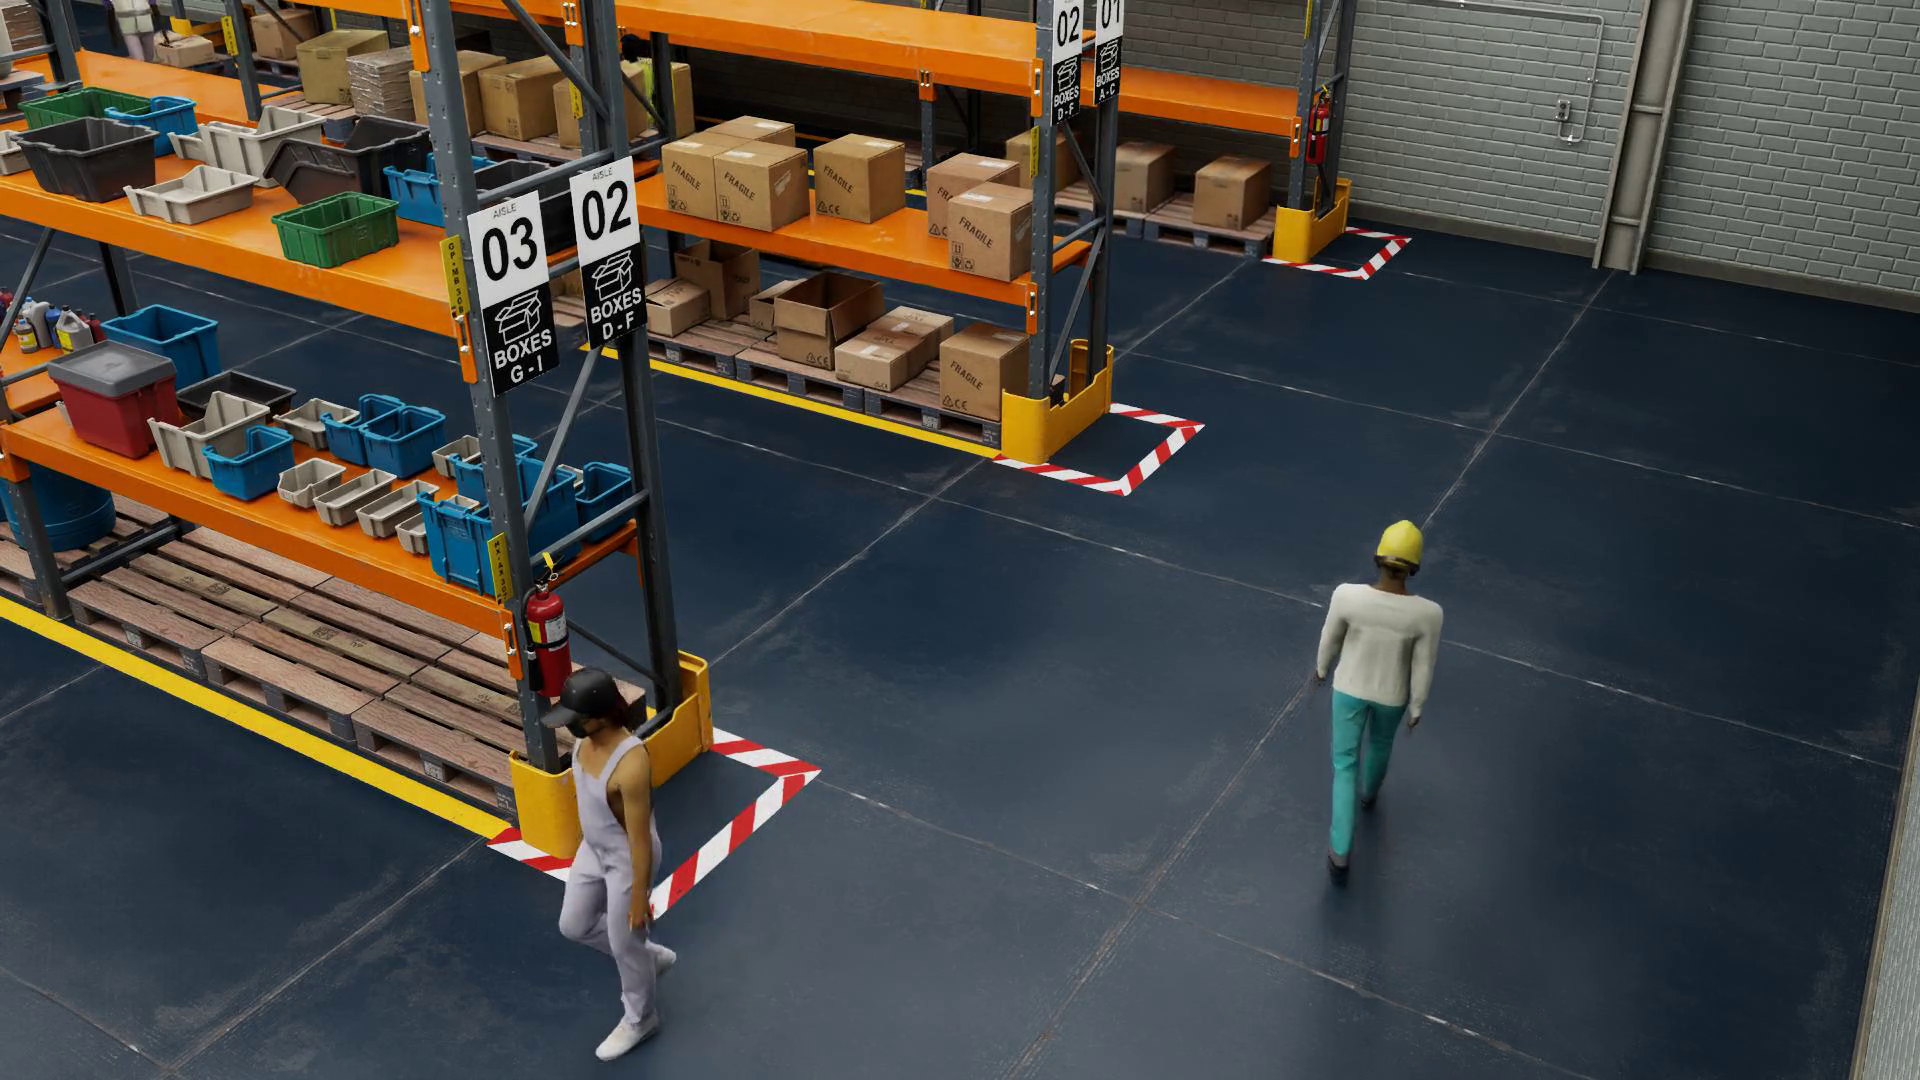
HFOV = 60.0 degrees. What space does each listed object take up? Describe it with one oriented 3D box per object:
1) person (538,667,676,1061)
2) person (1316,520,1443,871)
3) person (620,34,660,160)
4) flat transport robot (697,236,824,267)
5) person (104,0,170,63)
[{"bbox_3d":[-1.404,1.296,6.679,0.406,1.846,0.560,-23,36,-35],"label":"person"},{"bbox_3d":[1.954,0.702,7.873,0.528,1.721,0.892,6,30,11],"label":"person"},{"bbox_3d":[-3.278,-4.317,16.958,0.901,1.645,0.534,13,32,21],"label":"person"},{"bbox_3d":[-1.742,-2.894,15.826,1.431,0.231,0.659,17,33,27],"label":"flat transport robot"},{"bbox_3d":[-9.852,-6.078,19.976,0.584,1.789,0.996,-24,37,-36],"label":"person"}]
